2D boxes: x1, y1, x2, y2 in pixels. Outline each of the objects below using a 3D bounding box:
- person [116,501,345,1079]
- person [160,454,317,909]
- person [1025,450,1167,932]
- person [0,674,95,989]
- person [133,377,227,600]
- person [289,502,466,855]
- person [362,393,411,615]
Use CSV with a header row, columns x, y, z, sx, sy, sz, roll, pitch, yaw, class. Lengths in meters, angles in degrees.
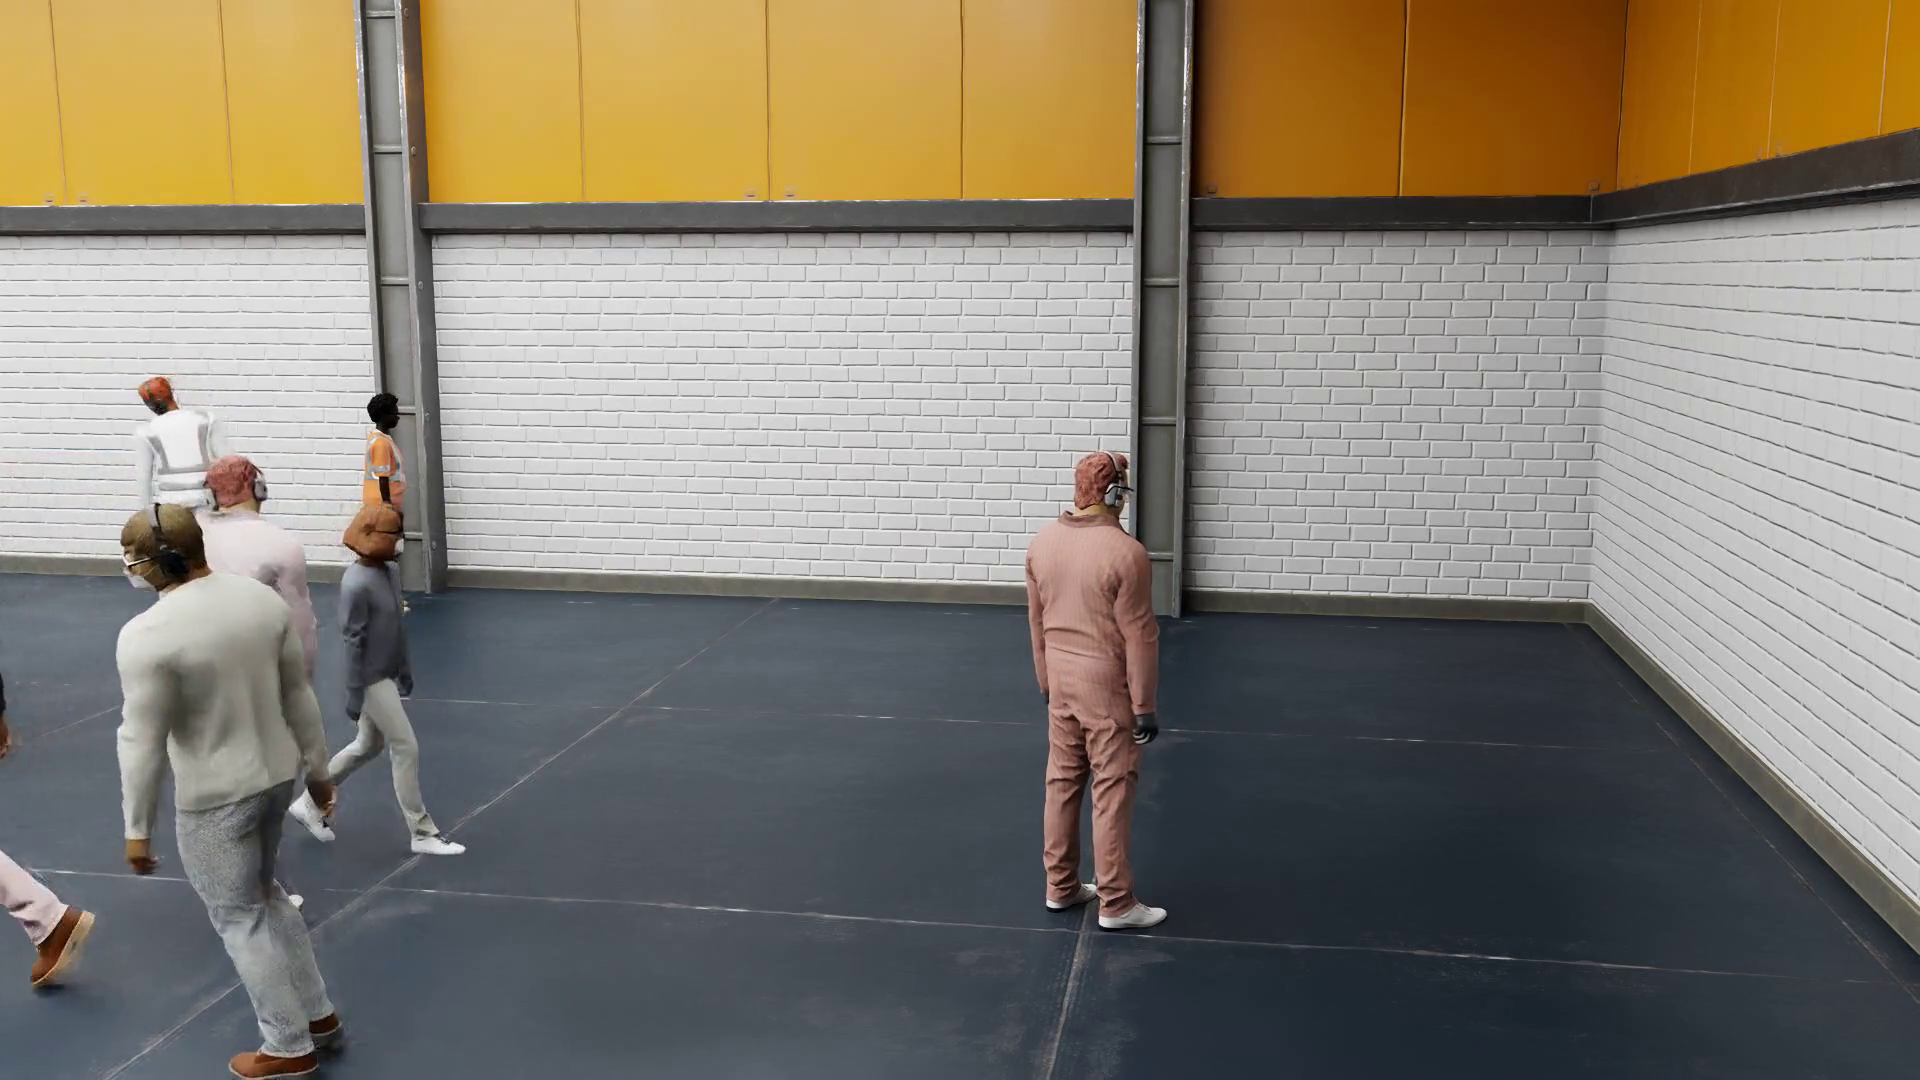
x,y,z,sx,sy,sz,roll,pitch,yaw,class
-2.305,0.815,5.256,0.535,1.897,0.649,2,10,15,person
-2.933,0.585,6.841,0.663,1.856,0.768,3,10,17,person
0.558,0.593,6.618,0.410,1.905,0.640,-8,12,-41,person
-3.644,0.670,6.013,0.902,1.958,0.643,0,9,1,person
-5.623,-0.256,12.040,0.674,1.852,0.383,-5,10,-26,person
-2.650,0.615,7.428,0.814,1.596,0.505,0,9,0,person
-4.350,-0.268,12.593,0.319,1.690,0.529,-3,10,-16,person
